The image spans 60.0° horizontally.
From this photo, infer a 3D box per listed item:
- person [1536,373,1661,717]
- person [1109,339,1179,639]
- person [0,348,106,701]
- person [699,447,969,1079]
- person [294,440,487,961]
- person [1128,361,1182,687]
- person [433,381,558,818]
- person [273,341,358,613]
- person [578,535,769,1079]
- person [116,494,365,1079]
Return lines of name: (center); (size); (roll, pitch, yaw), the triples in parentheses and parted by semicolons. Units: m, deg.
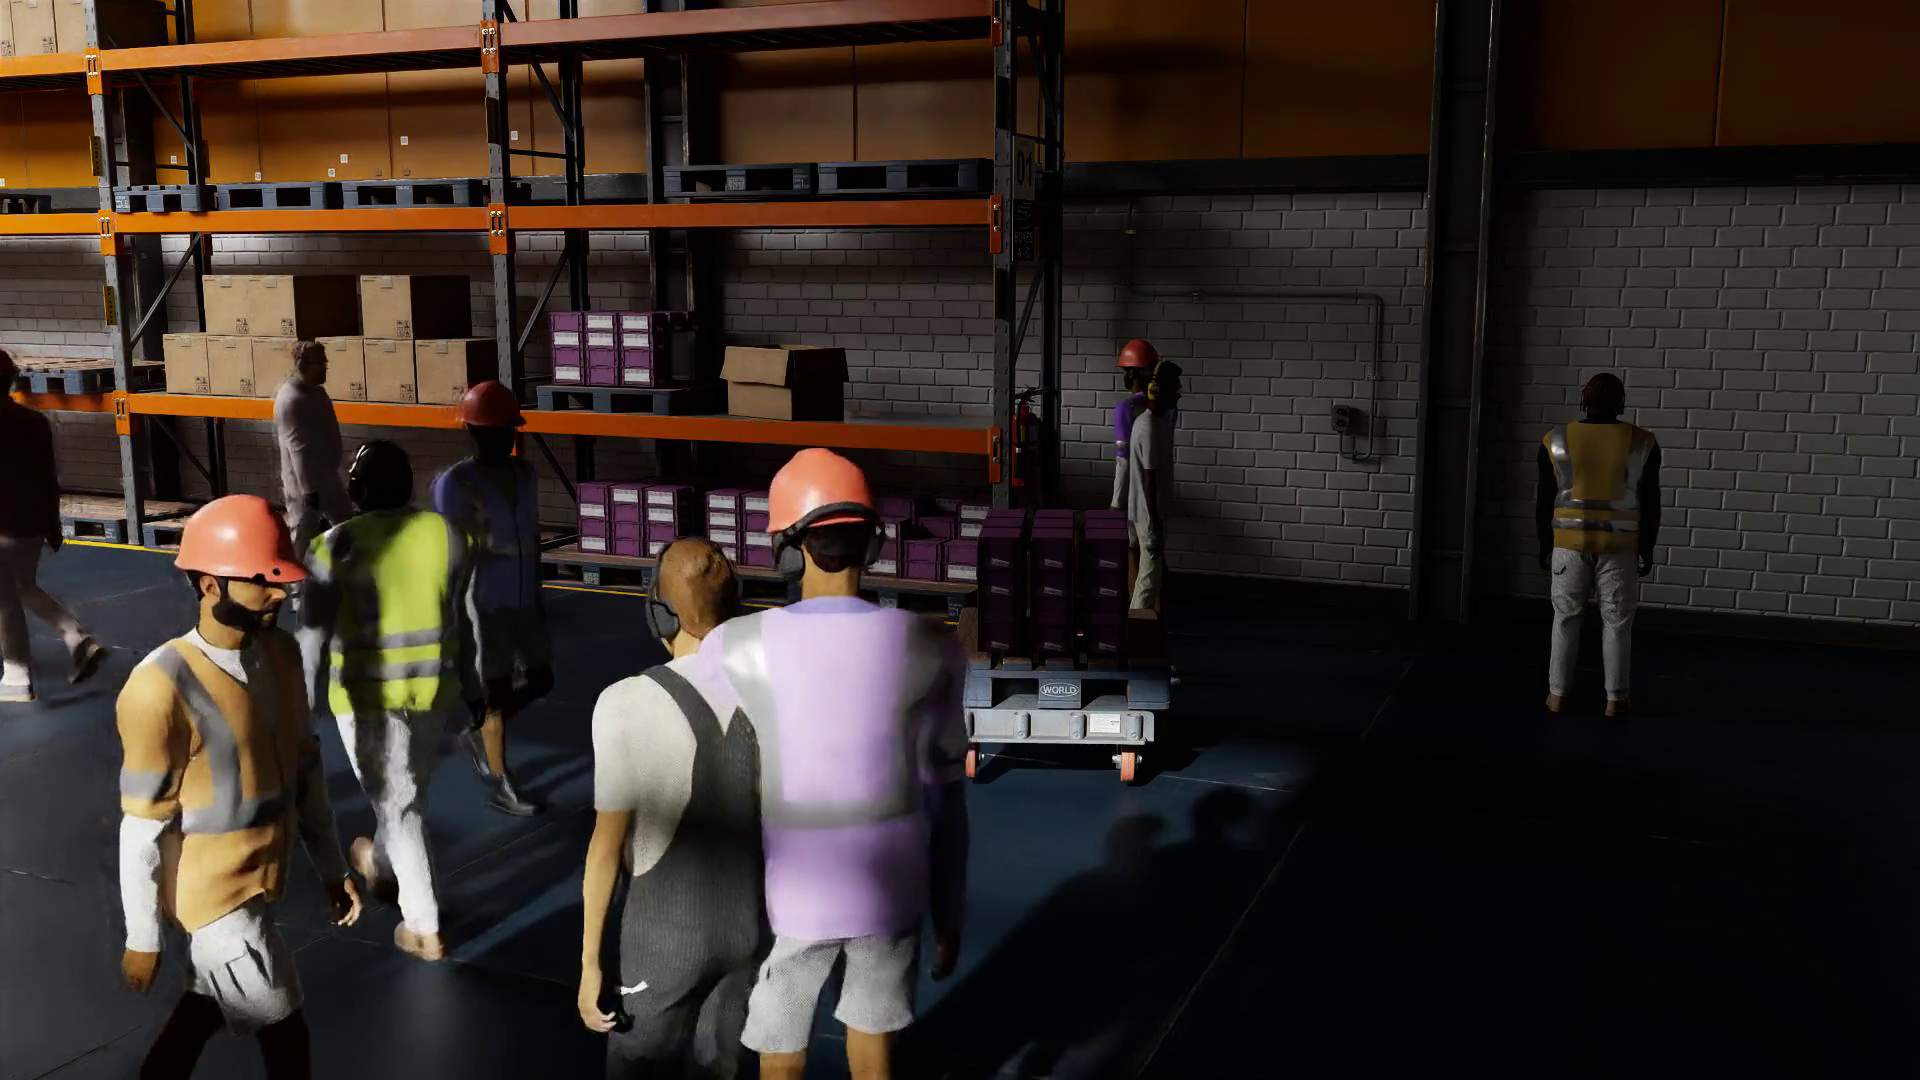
person: (3.400, 0.028, 8.903); (0.627, 1.844, 0.429); (4, 10, 21)
person: (1.132, -0.297, 10.556); (0.362, 1.939, 0.542); (9, 13, 43)
person: (-5.159, -0.081, 9.134); (0.559, 1.982, 0.620); (1, 10, 6)
person: (-0.274, 0.815, 3.683); (0.618, 2.018, 0.710); (-1, 10, -8)
person: (-2.089, 0.537, 5.974); (0.927, 1.794, 0.654); (9, 13, 44)
person: (1.125, -0.099, 9.588); (0.312, 1.865, 0.535); (1, 9, 4)
person: (-2.054, 0.257, 7.292); (0.499, 1.918, 0.559); (5, 11, 30)
person: (-4.347, -0.414, 11.399); (0.634, 1.886, 0.686); (0, 9, -1)
person: (-0.560, 0.910, 3.685); (0.568, 1.817, 0.558); (-6, 11, -32)
person: (-1.750, 0.824, 4.047); (0.999, 1.886, 0.543); (1, 10, 7)
